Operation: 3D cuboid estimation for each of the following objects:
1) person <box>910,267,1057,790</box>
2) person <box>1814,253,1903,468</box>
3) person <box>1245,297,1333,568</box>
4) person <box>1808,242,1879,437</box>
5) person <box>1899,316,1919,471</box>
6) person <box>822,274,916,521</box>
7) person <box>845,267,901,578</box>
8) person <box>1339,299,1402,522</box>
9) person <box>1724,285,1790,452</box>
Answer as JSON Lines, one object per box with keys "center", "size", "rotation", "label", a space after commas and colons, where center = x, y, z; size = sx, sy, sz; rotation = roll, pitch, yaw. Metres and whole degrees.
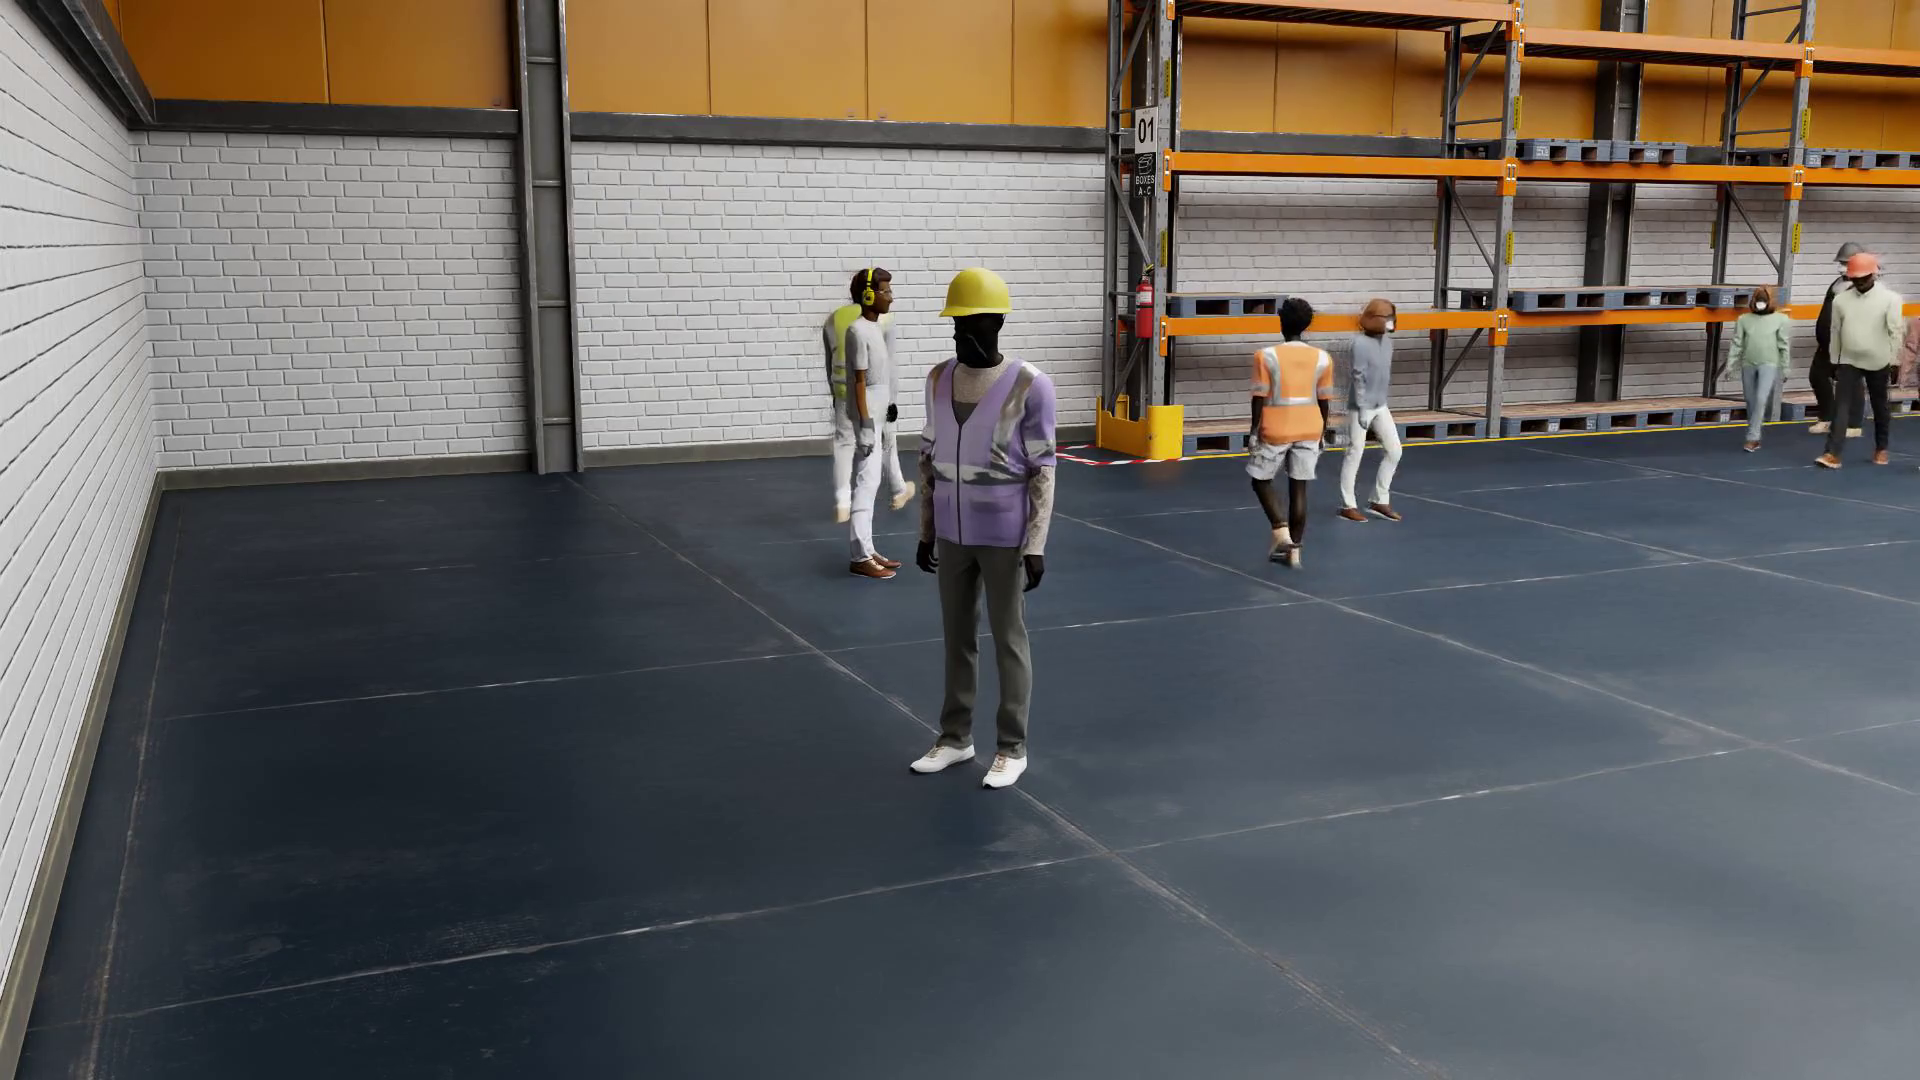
{"center": [0.076, -0.040, 6.197], "size": [0.585, 1.928, 0.370], "rotation": [7, 13, 35], "label": "person"}
{"center": [8.139, -1.607, 14.958], "size": [1.072, 1.924, 0.670], "rotation": [-9, 13, -40], "label": "person"}
{"center": [2.036, -0.653, 10.290], "size": [0.545, 1.680, 0.375], "rotation": [-2, 10, -10], "label": "person"}
{"center": [9.143, -2.076, 17.227], "size": [0.599, 2.000, 0.704], "rotation": [-1, 10, -6], "label": "person"}
{"center": [8.459, -1.405, 14.397], "size": [0.548, 1.715, 0.910], "rotation": [9, 14, 41], "label": "person"}
{"center": [-0.664, -1.070, 12.291], "size": [0.654, 1.794, 0.927], "rotation": [5, 11, 25], "label": "person"}
{"center": [-0.531, -0.710, 10.099], "size": [0.316, 1.867, 0.531], "rotation": [1, 10, 5], "label": "person"}
{"center": [2.981, -0.916, 11.961], "size": [0.519, 1.618, 0.532], "rotation": [-8, 13, -39], "label": "person"}
{"center": [7.622, -1.633, 15.973], "size": [0.536, 1.595, 0.787], "rotation": [10, 14, 44], "label": "person"}
